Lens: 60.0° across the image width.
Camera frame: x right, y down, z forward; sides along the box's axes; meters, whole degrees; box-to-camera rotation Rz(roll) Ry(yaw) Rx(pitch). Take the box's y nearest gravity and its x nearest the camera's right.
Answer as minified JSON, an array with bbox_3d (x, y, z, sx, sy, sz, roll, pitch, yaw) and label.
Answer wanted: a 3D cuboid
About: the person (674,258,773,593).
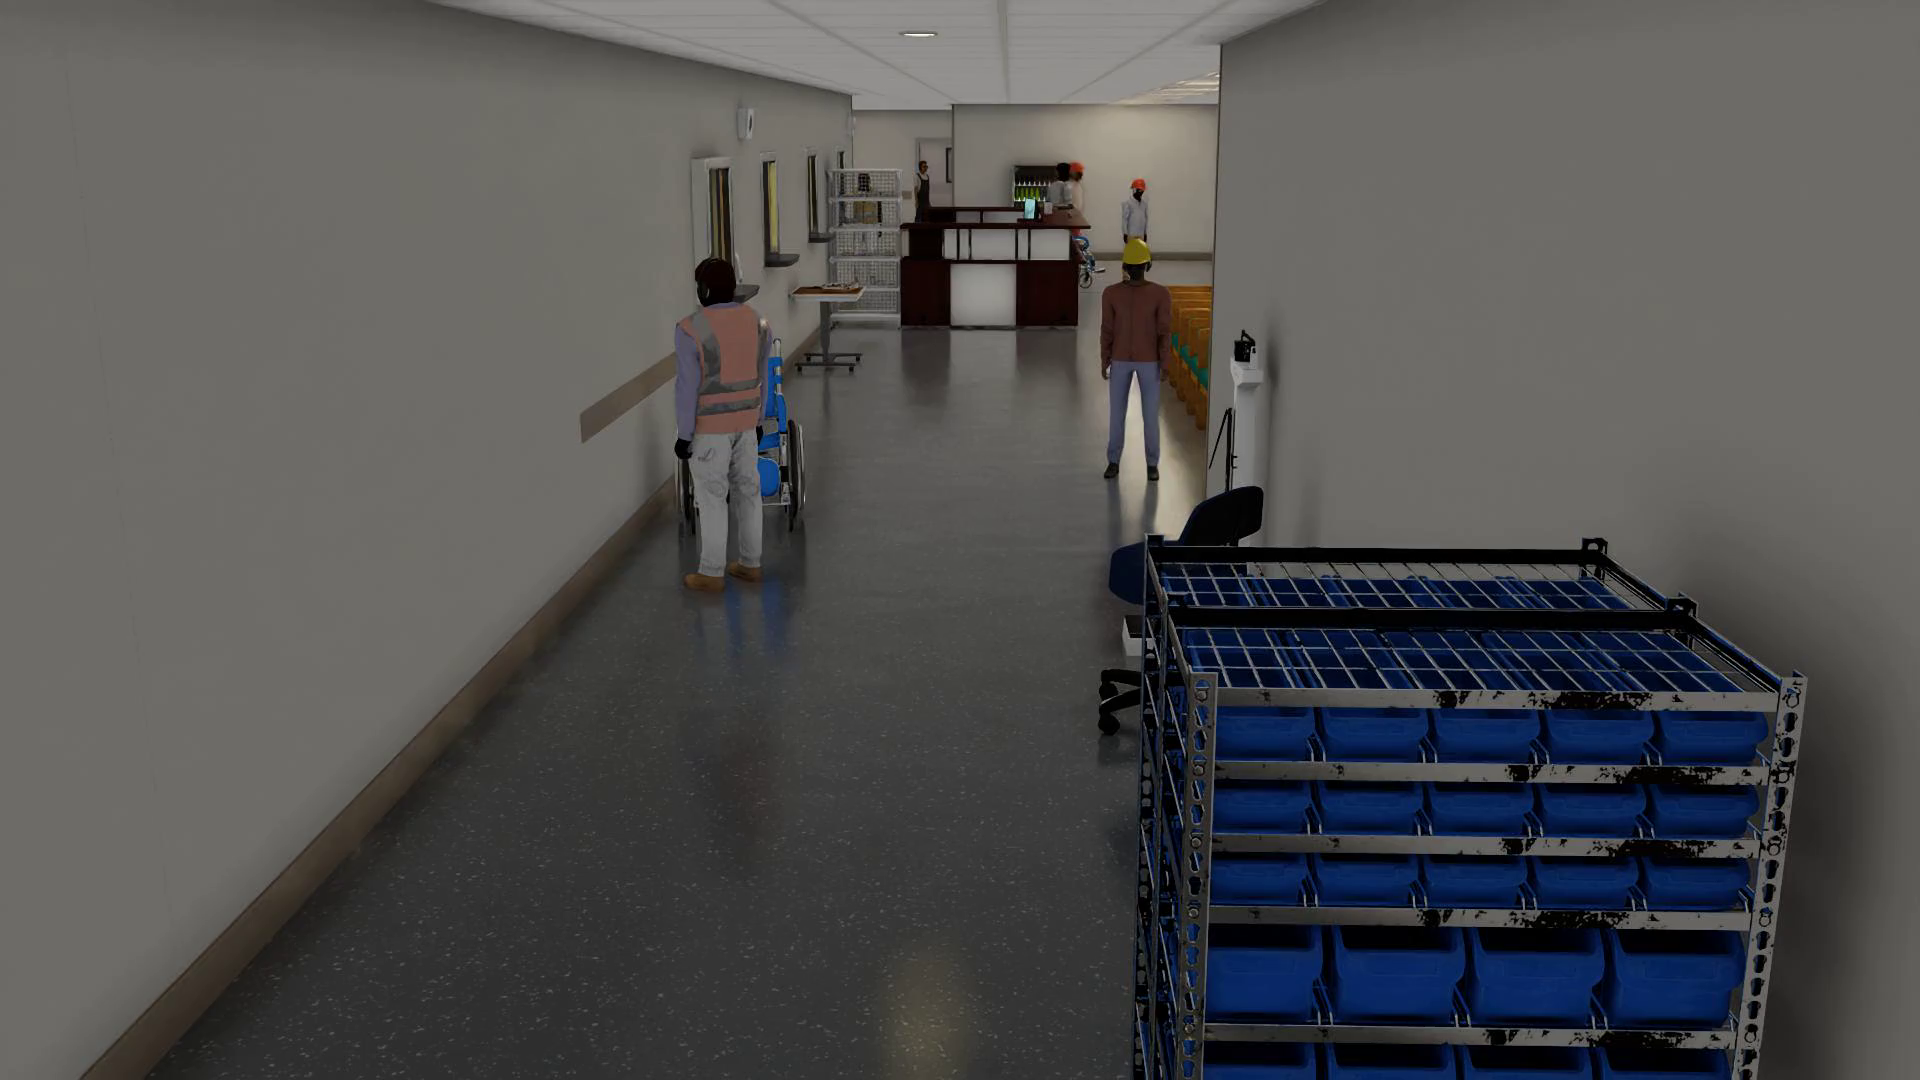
[{"bbox_3d":[-1.330,-0.631,9.200,0.429,1.844,0.627,12,18,41],"label":"person"}]

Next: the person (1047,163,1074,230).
[{"bbox_3d":[1.802,-5.689,29.466,0.361,1.964,0.616,-10,17,-36],"label":"person"}]

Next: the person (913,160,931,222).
[{"bbox_3d":[-0.856,-7.777,38.191,0.345,1.846,0.508,11,17,37],"label":"person"}]

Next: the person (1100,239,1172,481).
[{"bbox_3d":[1.272,-1.301,12.100,0.522,1.758,0.350,4,14,15],"label":"person"}]

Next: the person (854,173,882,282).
[{"bbox_3d":[-1.612,-5.248,27.940,0.619,1.845,0.430,-1,14,-2],"label":"person"}]

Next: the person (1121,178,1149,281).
[{"bbox_3d":[2.919,-5.105,27.556,0.564,1.743,0.351,-10,17,-36],"label":"person"}]
